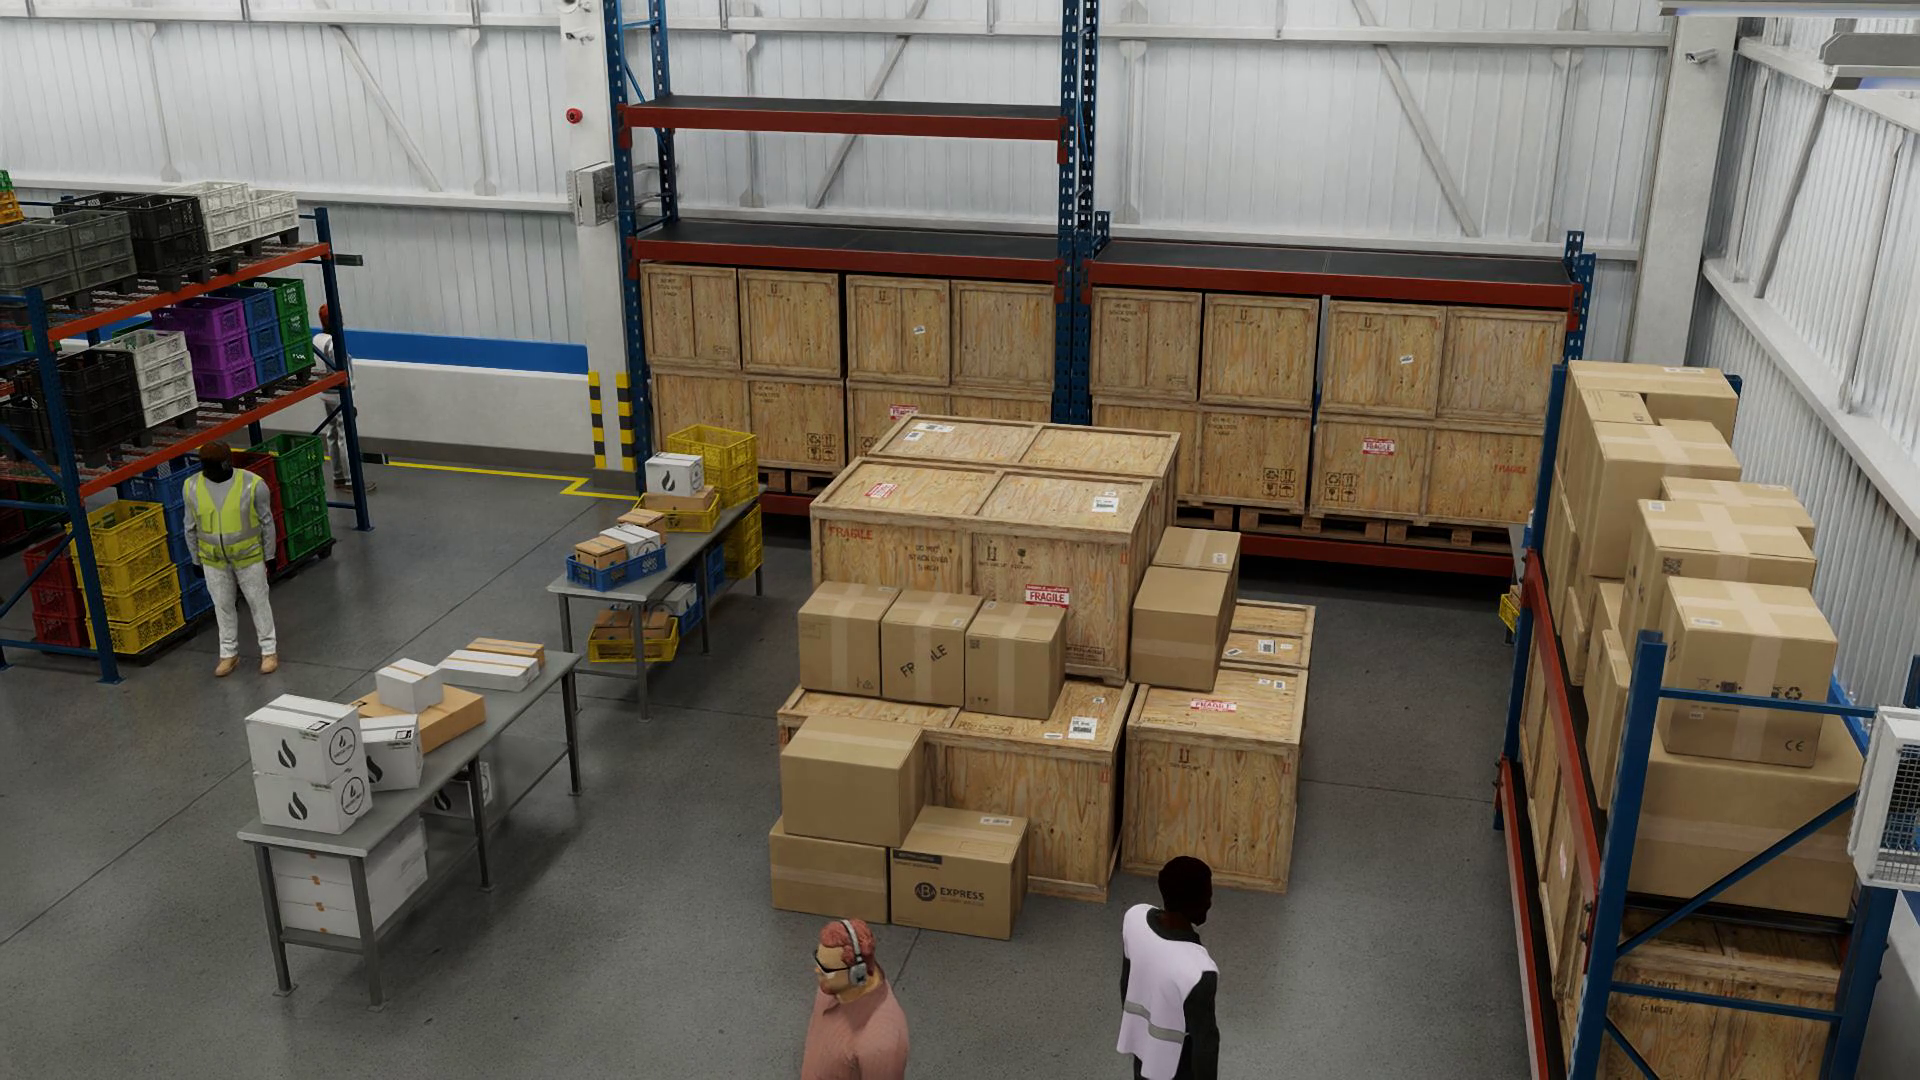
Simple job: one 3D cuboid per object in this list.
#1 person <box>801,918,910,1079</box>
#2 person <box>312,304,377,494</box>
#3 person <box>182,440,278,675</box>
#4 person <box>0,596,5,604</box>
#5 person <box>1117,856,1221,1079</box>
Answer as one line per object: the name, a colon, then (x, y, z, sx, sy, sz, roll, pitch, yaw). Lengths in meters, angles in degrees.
person: (-0.426, 2.334, 6.644, 0.400, 1.901, 0.646, -7, 22, -17)
person: (-6.121, -1.395, 16.412, 0.356, 1.887, 0.574, -19, 28, -41)
person: (-5.456, 0.134, 12.477, 0.633, 1.839, 0.429, -3, 21, -8)
person: (-8.215, -0.321, 13.529, 0.374, 1.940, 0.627, 4, 21, 11)
person: (0.880, 2.183, 7.007, 0.386, 1.918, 0.595, -11, 24, -27)
